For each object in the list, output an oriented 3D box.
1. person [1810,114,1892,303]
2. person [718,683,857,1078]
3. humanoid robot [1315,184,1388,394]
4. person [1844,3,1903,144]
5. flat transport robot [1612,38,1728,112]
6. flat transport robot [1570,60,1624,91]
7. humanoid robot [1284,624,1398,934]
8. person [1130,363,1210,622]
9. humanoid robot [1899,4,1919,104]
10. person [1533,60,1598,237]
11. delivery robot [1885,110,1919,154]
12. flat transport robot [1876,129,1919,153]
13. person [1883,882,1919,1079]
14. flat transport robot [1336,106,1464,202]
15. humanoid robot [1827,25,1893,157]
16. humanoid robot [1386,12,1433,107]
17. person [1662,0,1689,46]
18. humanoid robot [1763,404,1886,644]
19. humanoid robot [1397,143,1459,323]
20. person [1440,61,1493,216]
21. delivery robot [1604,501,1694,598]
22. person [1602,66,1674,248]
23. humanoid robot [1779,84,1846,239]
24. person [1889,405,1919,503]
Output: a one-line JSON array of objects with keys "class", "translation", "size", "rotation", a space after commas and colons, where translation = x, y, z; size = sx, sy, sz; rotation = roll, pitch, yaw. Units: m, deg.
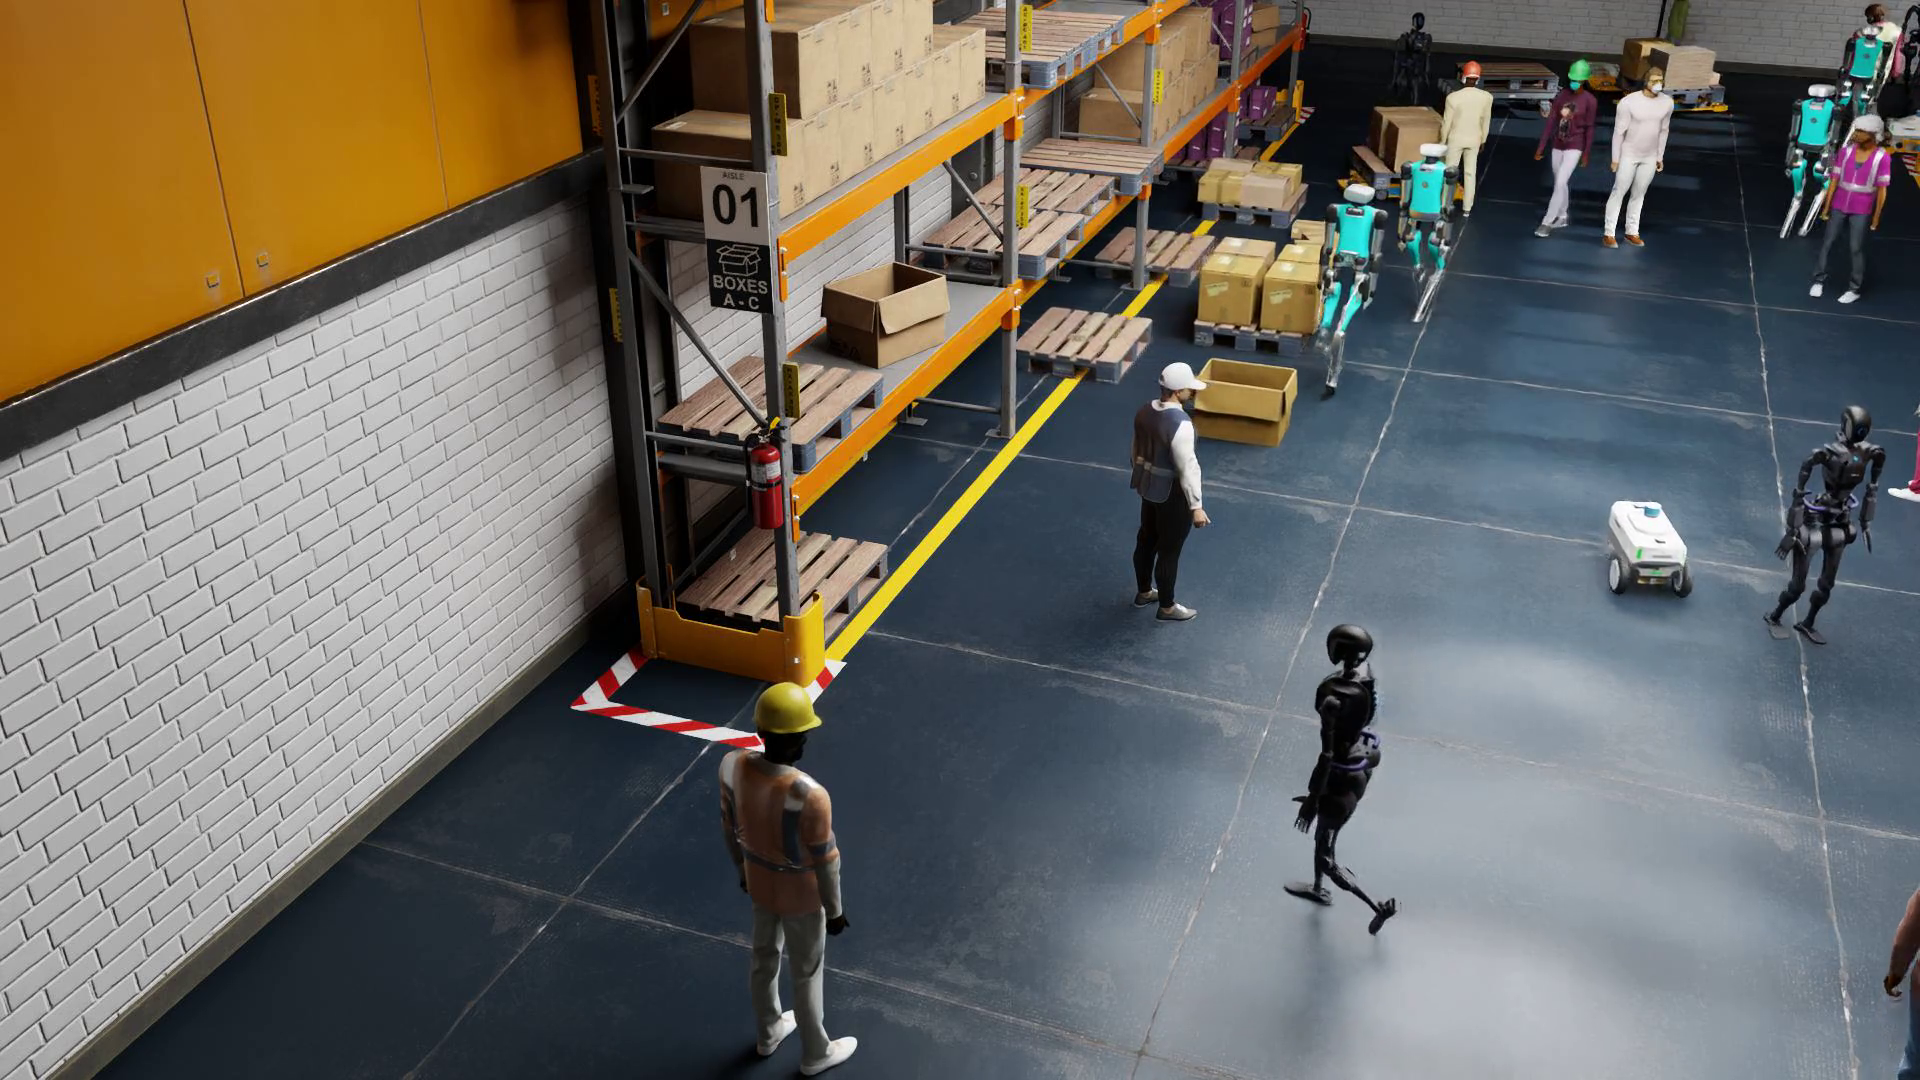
[{"class": "person", "translation": [8.793, -3.263, 16.382], "size": [0.380, 1.835, 0.542], "rotation": [-22, 34, -36]}, {"class": "person", "translation": [-0.734, 1.463, 7.115], "size": [0.584, 1.918, 0.377], "rotation": [17, 32, 30]}, {"class": "humanoid robot", "translation": [3.244, -2.075, 14.228], "size": [0.531, 1.781, 0.993], "rotation": [12, 30, 22]}, {"class": "person", "translation": [12.003, -6.138, 21.969], "size": [0.678, 1.816, 0.443], "rotation": [0, 27, 1]}, {"class": "flat transport robot", "translation": [10.263, -6.329, 24.027], "size": [1.431, 0.231, 0.659], "rotation": [-4, 28, -8]}, {"class": "flat transport robot", "translation": [9.841, -7.142, 25.605], "size": [0.659, 0.231, 1.431], "rotation": [5, 28, 9]}, {"class": "humanoid robot", "translation": [1.906, 1.141, 8.007], "size": [0.552, 1.636, 0.589], "rotation": [15, 31, 27]}, {"class": "person", "translation": [1.332, -0.309, 10.730], "size": [0.448, 1.753, 0.763], "rotation": [-14, 30, -25]}, {"class": "humanoid robot", "translation": [14.094, -7.281, 24.392], "size": [0.608, 1.628, 0.753], "rotation": [20, 33, 33]}, {"class": "person", "translation": [6.608, -4.306, 18.310], "size": [0.936, 1.903, 0.532], "rotation": [-20, 33, -34]}, {"class": "delivery robot", "translation": [12.520, -5.302, 21.743], "size": [0.811, 0.614, 0.499], "rotation": [8, 28, 15]}, {"class": "flat transport robot", "translation": [12.771, -5.183, 21.805], "size": [1.431, 0.231, 0.659], "rotation": [10, 29, 18]}, {"class": "person", "translation": [3.966, 1.749, 6.503], "size": [0.617, 1.977, 0.444], "rotation": [14, 30, 25]}, {"class": "flat transport robot", "translation": [5.325, -4.283, 20.058], "size": [1.431, 0.231, 0.659], "rotation": [-1, 27, -1]}, {"class": "humanoid robot", "translation": [11.458, -5.703, 21.244], "size": [0.530, 1.791, 0.765], "rotation": [14, 30, 25]}, {"class": "humanoid robot", "translation": [6.064, -6.294, 22.478], "size": [0.610, 1.620, 0.795], "rotation": [-7, 28, -14]}, {"class": "person", "translation": [10.630, -7.516, 24.835], "size": [0.338, 1.620, 0.529], "rotation": [2, 27, 3]}, {"class": "humanoid robot", "translation": [5.431, -0.110, 10.432], "size": [0.589, 1.646, 0.374], "rotation": [-3, 27, -6]}, {"class": "humanoid robot", "translation": [4.490, -2.902, 15.891], "size": [0.542, 1.891, 0.778], "rotation": [16, 31, 28]}, {"class": "person", "translation": [5.743, -4.574, 19.000], "size": [0.562, 1.752, 0.325], "rotation": [-1, 27, -2]}, {"class": "delivery robot", "translation": [4.688, 0.029, 11.372], "size": [0.499, 0.585, 0.784], "rotation": [2, 27, 4]}, {"class": "person", "translation": [7.305, -4.121, 17.925], "size": [0.629, 1.940, 0.371], "rotation": [-4, 28, -8]}, {"class": "humanoid robot", "translation": [9.320, -4.090, 18.156], "size": [0.542, 1.825, 0.783], "rotation": [23, 35, 37]}, {"class": "person", "translation": [7.276, -1.053, 12.310], "size": [0.507, 1.626, 0.292], "rotation": [-16, 31, -27]}]
